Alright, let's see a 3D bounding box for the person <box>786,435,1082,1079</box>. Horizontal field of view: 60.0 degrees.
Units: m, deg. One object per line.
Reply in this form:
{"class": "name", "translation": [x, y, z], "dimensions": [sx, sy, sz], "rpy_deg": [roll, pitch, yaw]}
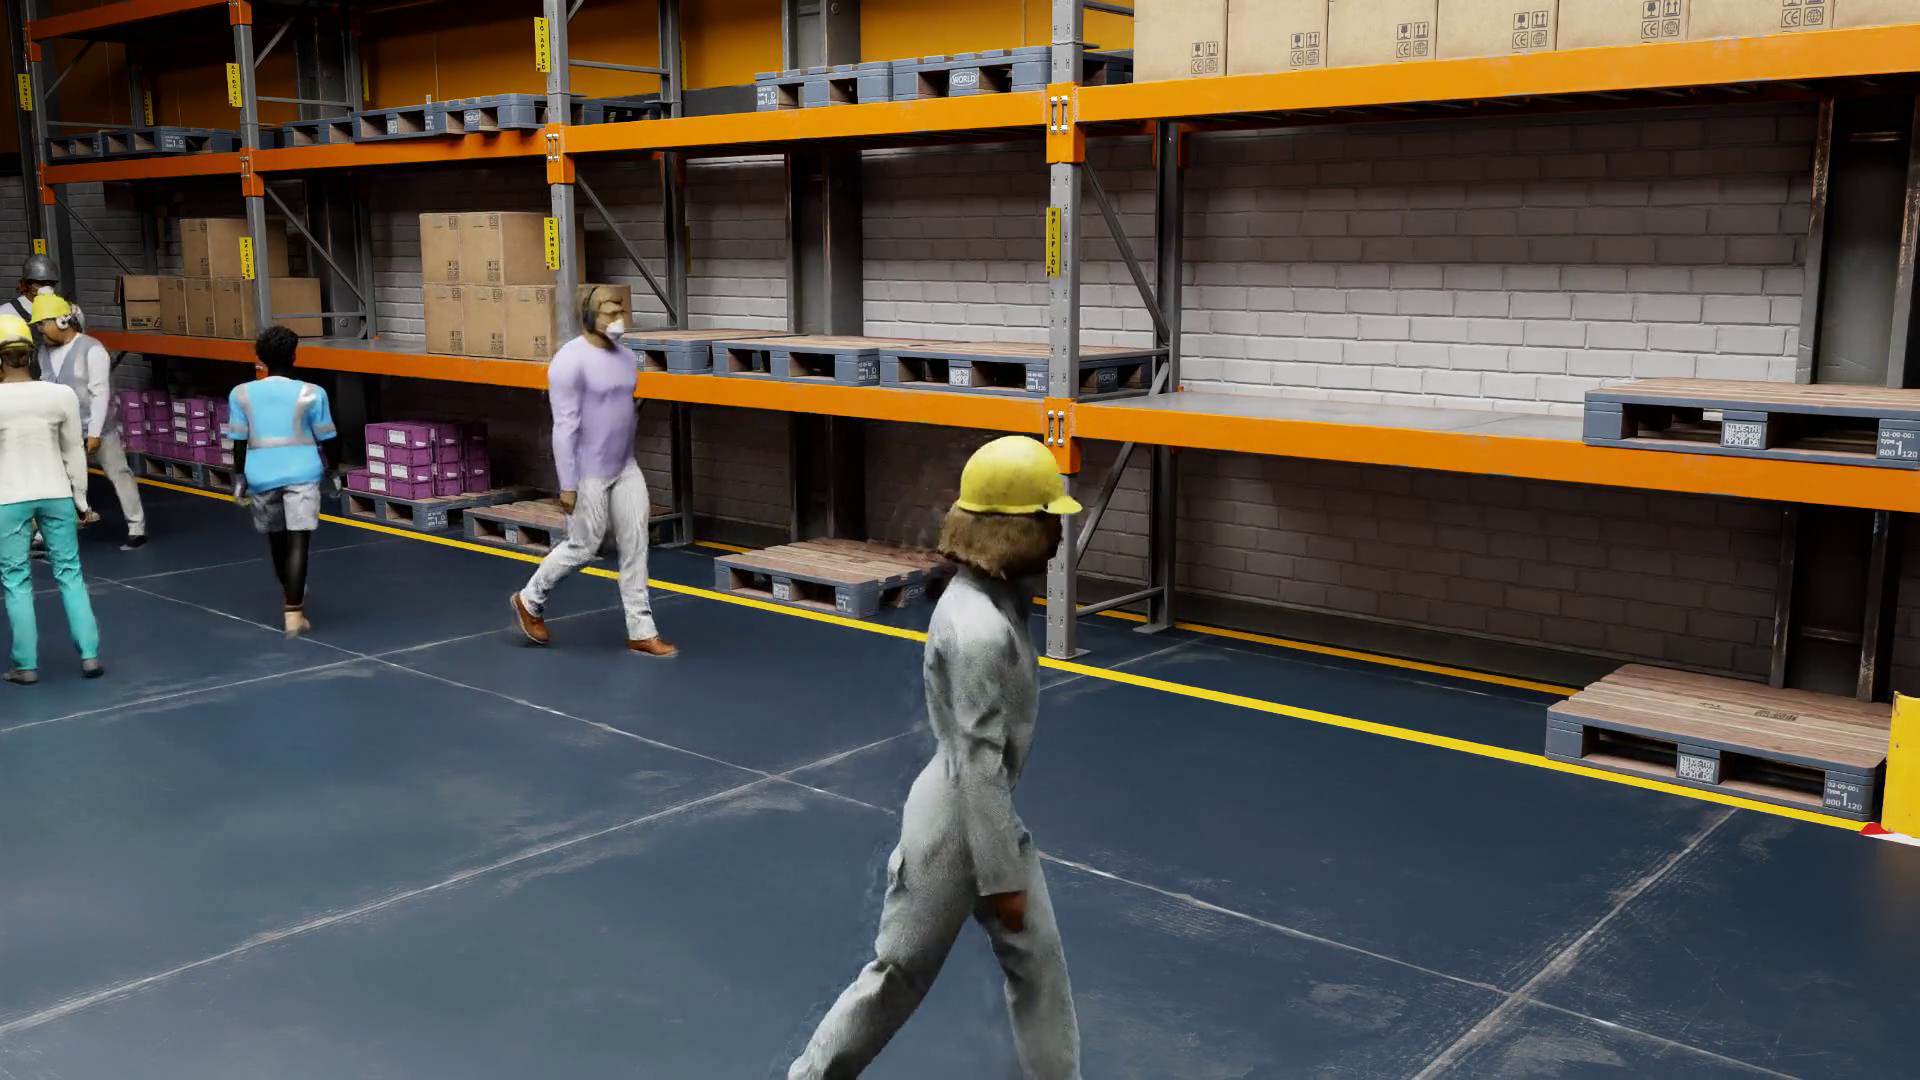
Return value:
{"class": "person", "translation": [-0.030, 0.611, 3.583], "dimensions": [0.898, 1.695, 0.494], "rpy_deg": [2, 10, 9]}

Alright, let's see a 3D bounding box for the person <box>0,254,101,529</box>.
{"class": "person", "translation": [-6.770, -1.113, 12.415], "dimensions": [0.538, 2.000, 0.690], "rpy_deg": [6, 12, 32]}

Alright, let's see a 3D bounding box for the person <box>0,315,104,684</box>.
{"class": "person", "translation": [-4.411, -0.174, 7.911], "dimensions": [0.402, 1.764, 0.560], "rpy_deg": [9, 14, 43]}

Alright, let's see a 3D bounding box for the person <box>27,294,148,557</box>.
{"class": "person", "translation": [-5.967, -0.763, 11.223], "dimensions": [0.616, 1.766, 0.803], "rpy_deg": [3, 10, 18]}

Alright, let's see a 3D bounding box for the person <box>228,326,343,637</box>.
{"class": "person", "translation": [-3.667, -0.340, 9.124], "dimensions": [0.541, 1.647, 0.843], "rpy_deg": [0, 10, -3]}

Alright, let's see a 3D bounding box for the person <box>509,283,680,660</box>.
{"class": "person", "translation": [-1.887, -0.345, 8.438], "dimensions": [0.888, 1.914, 0.638], "rpy_deg": [5, 11, 25]}
